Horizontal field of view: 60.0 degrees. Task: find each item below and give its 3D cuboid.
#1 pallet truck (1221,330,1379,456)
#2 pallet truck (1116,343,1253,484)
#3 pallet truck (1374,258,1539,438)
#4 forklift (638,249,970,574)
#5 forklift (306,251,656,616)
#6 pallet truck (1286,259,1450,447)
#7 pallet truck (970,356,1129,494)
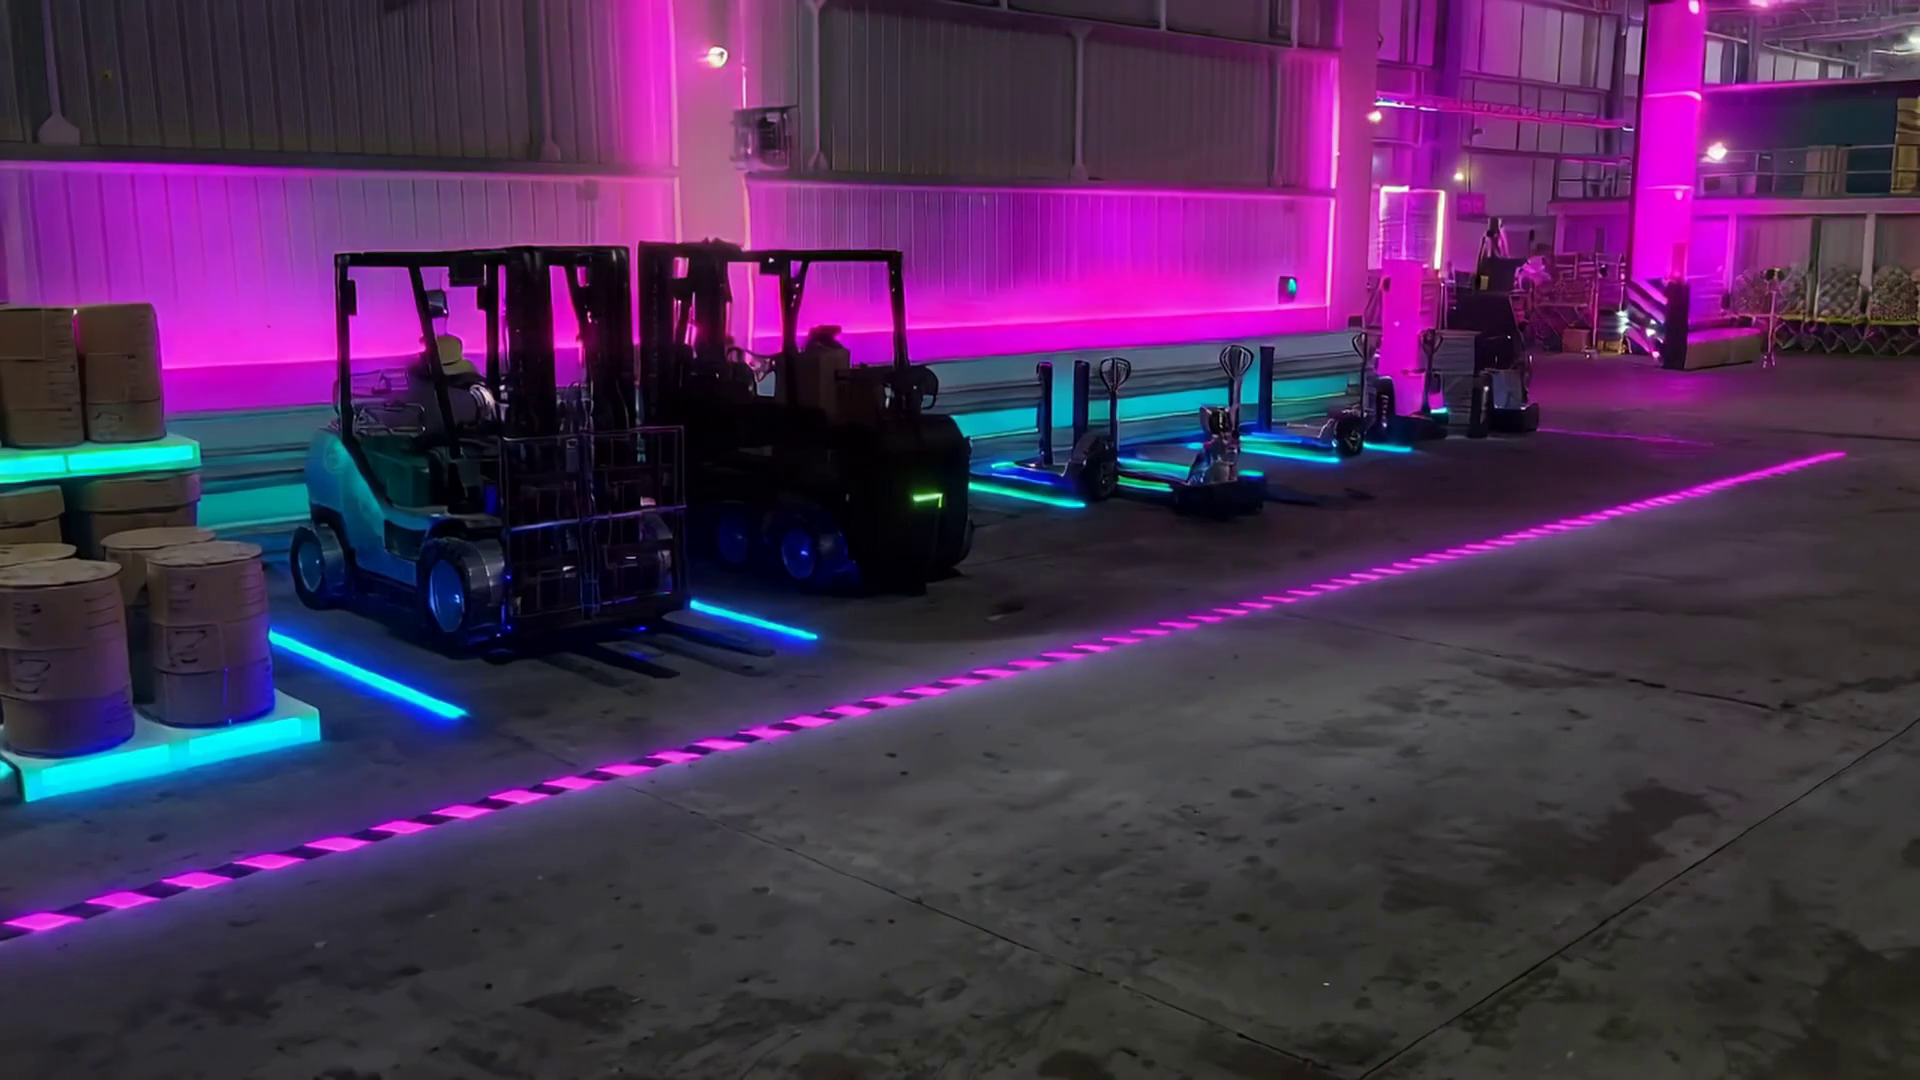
[{"bbox_3d":[3.563,-1.581,17.381,0.653,1.274,1.630,-10,14,-44],"label":"pallet truck"},{"bbox_3d":[1.962,-1.215,15.415,1.522,1.261,0.704,10,14,43],"label":"pallet truck"},{"bbox_3d":[5.704,-2.208,18.901,1.885,1.965,0.823,10,14,43],"label":"pallet truck"},{"bbox_3d":[-1.173,-0.958,11.239,2.680,1.987,1.157,10,14,43],"label":"forklift"},{"bbox_3d":[-2.833,-0.669,9.694,1.157,1.987,2.680,-10,14,-44],"label":"forklift"},{"bbox_3d":[4.493,-2.078,18.196,0.823,1.965,1.885,-9,14,-40],"label":"pallet truck"},{"bbox_3d":[0.784,-1.085,14.876,0.680,1.201,1.601,-10,14,-44],"label":"pallet truck"}]
